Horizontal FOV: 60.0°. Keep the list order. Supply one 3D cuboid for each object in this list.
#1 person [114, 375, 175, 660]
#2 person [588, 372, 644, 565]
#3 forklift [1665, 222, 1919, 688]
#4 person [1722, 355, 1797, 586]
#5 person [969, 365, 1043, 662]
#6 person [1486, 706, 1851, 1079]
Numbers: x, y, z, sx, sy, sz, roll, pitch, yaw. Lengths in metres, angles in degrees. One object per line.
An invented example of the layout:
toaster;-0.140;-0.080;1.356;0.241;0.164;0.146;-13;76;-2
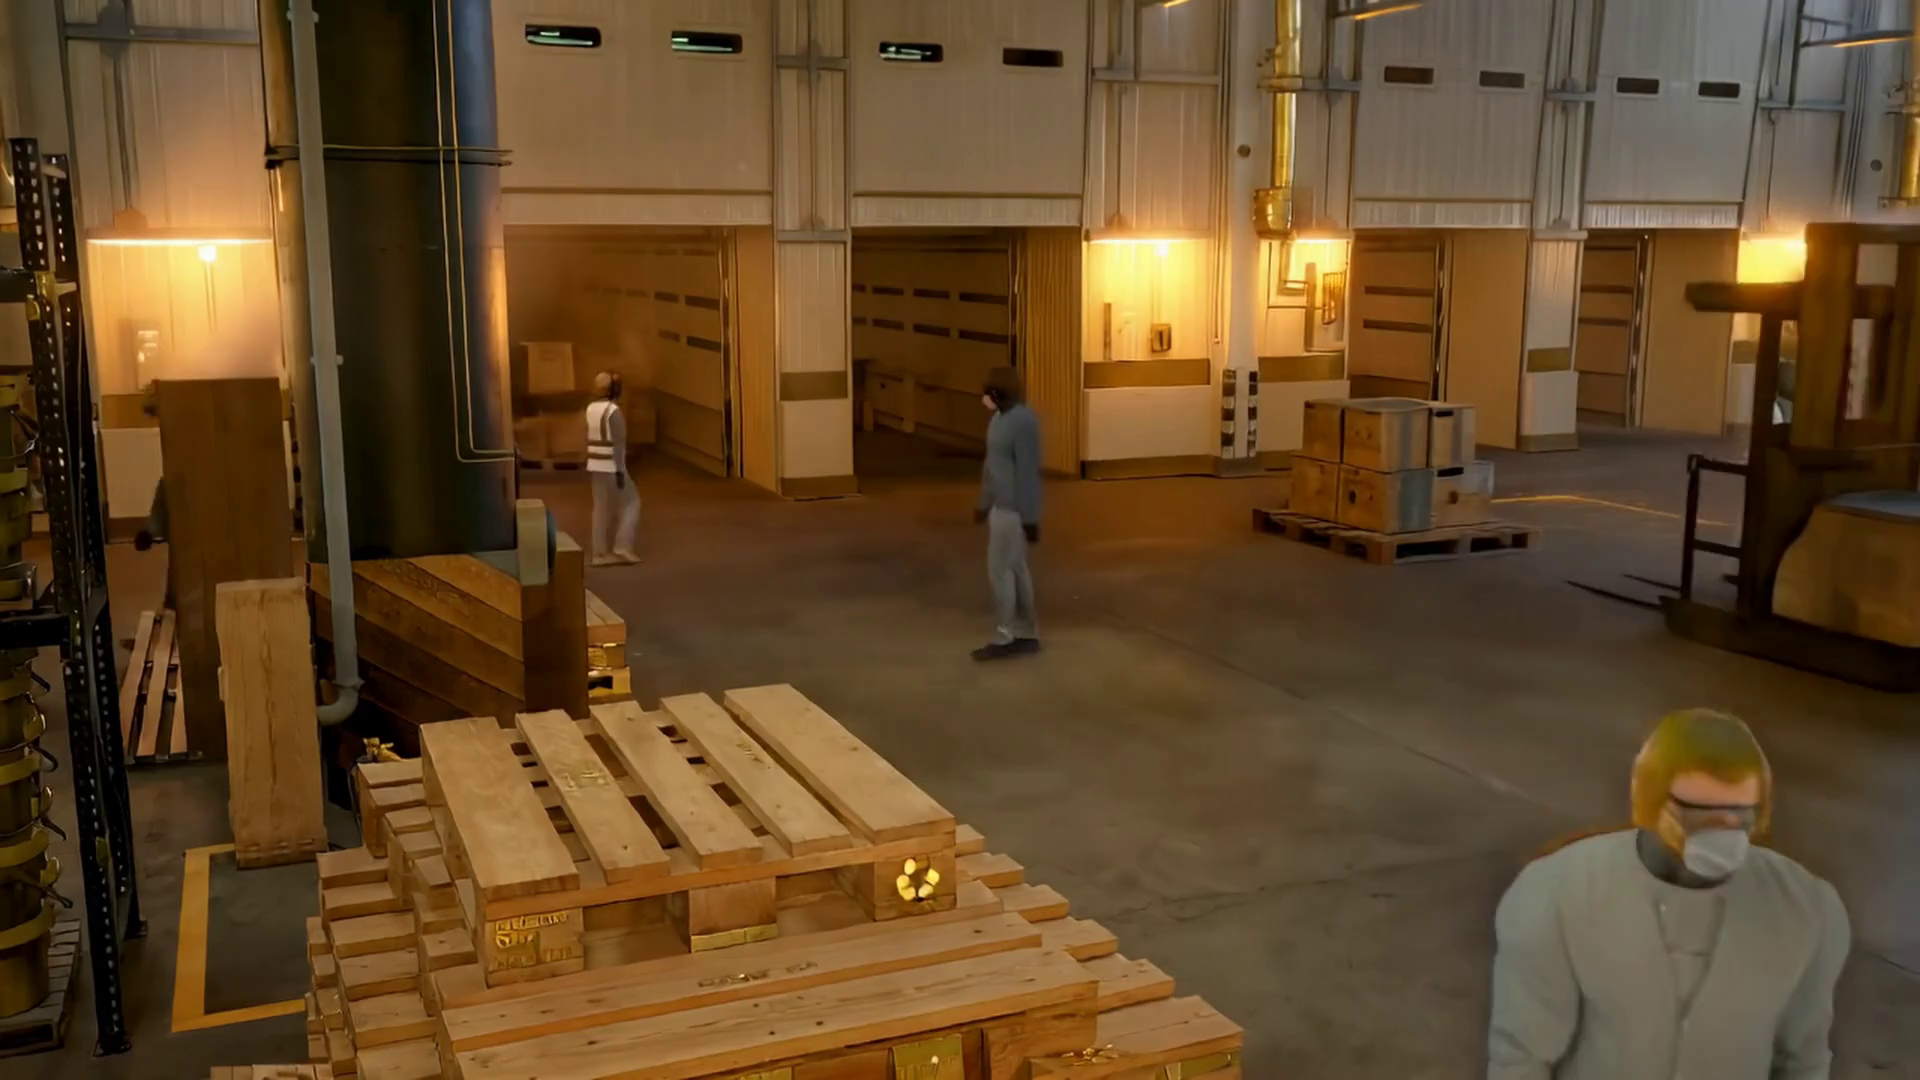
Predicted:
person;-4.963;-0.113;10.576;0.947;1.871;0.546;-3;11;-16
person;-2.892;-0.590;13.917;0.516;1.619;0.523;-8;13;-38
forklift;5.764;-0.627;10.644;1.129;2.768;1.873;-4;11;-23
person;6.311;-0.474;12.641;0.945;1.843;0.588;8;13;39
person;0.277;-0.175;10.807;0.521;1.920;0.669;-3;11;-16
person;1.278;1.244;3.016;0.647;1.899;0.927;1;10;7
